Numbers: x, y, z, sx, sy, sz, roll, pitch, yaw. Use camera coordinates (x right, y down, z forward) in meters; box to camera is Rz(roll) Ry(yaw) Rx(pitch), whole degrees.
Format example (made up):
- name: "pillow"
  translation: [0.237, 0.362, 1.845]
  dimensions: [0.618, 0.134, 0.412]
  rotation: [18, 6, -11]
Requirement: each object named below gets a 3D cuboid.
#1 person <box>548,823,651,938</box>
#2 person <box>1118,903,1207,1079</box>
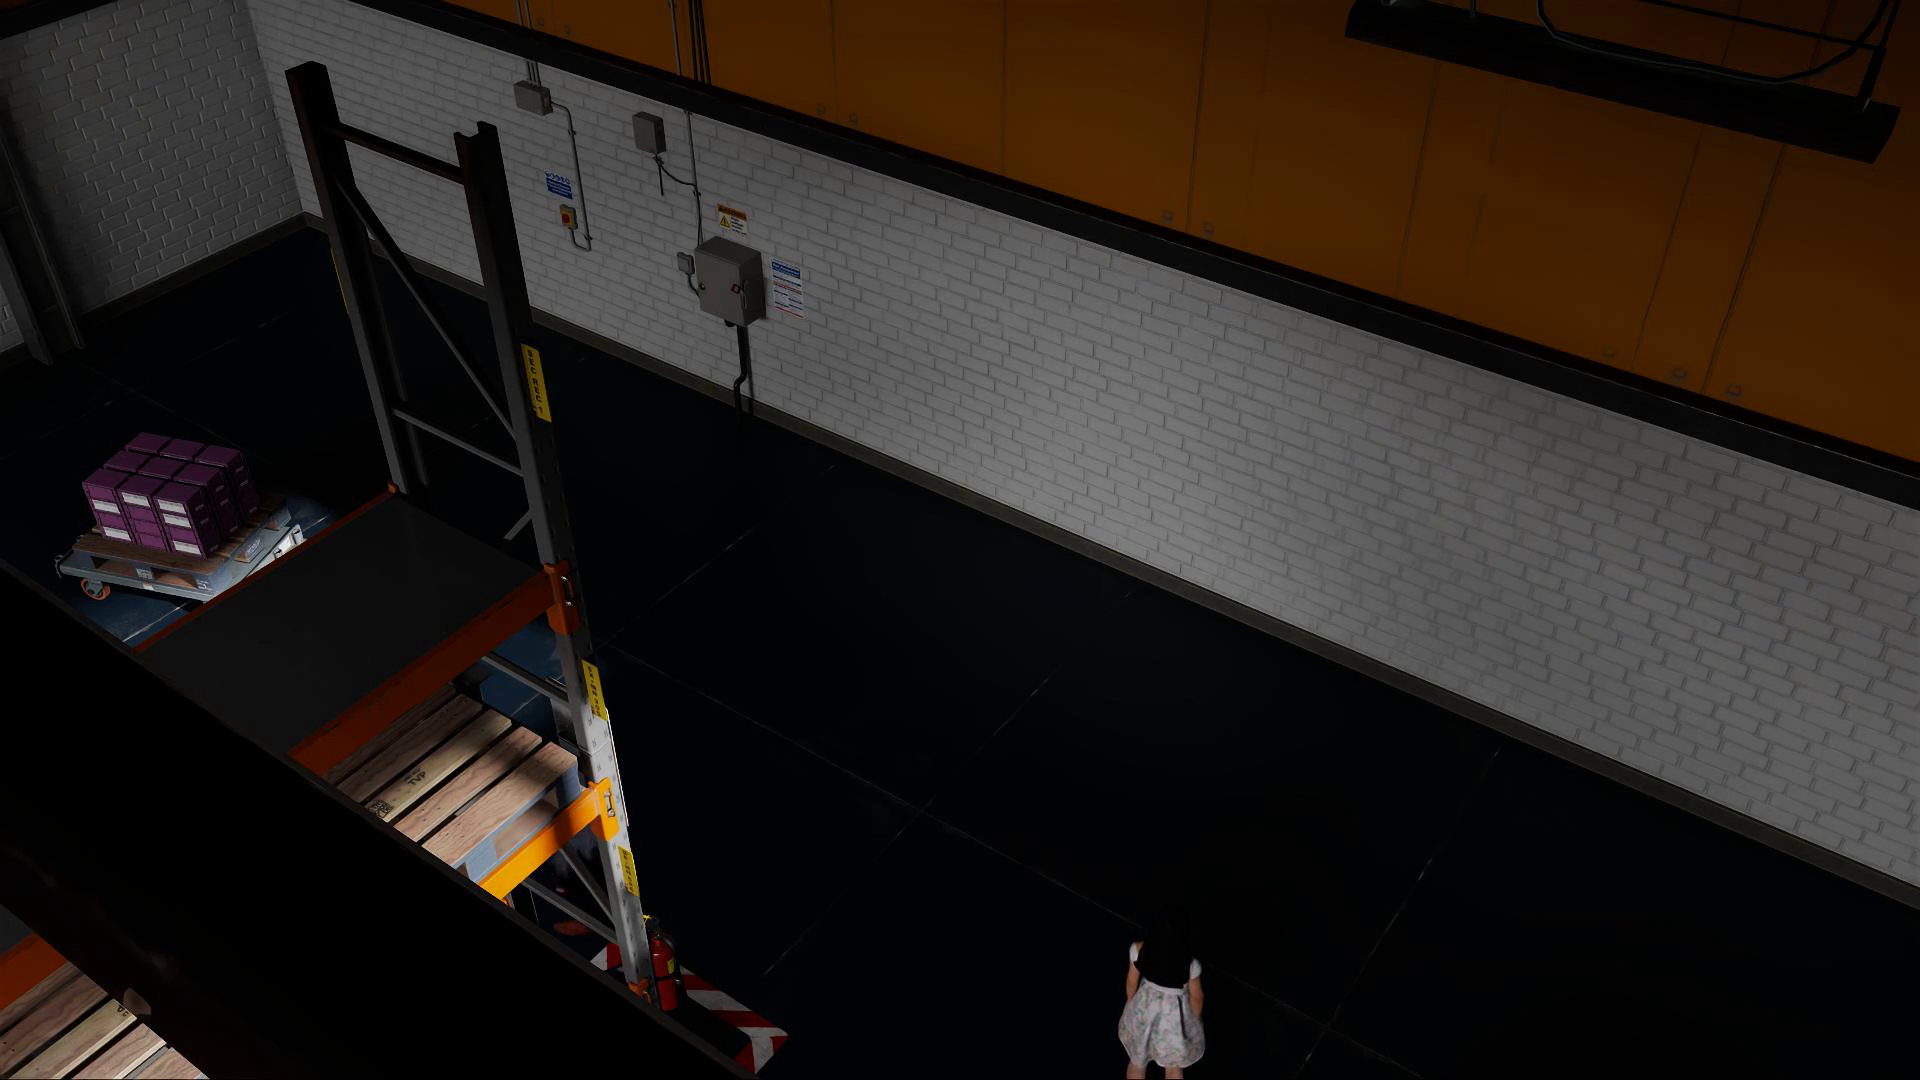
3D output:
- name: "person"
  translation: [-2.211, 1.831, 9.846]
  dimensions: [1.002, 1.764, 0.969]
  rotation: [7, 39, 8]
- name: "person"
  translation: [1.084, 2.559, 8.926]
  dimensions: [0.715, 1.774, 0.718]
  rotation: [13, 40, 16]
